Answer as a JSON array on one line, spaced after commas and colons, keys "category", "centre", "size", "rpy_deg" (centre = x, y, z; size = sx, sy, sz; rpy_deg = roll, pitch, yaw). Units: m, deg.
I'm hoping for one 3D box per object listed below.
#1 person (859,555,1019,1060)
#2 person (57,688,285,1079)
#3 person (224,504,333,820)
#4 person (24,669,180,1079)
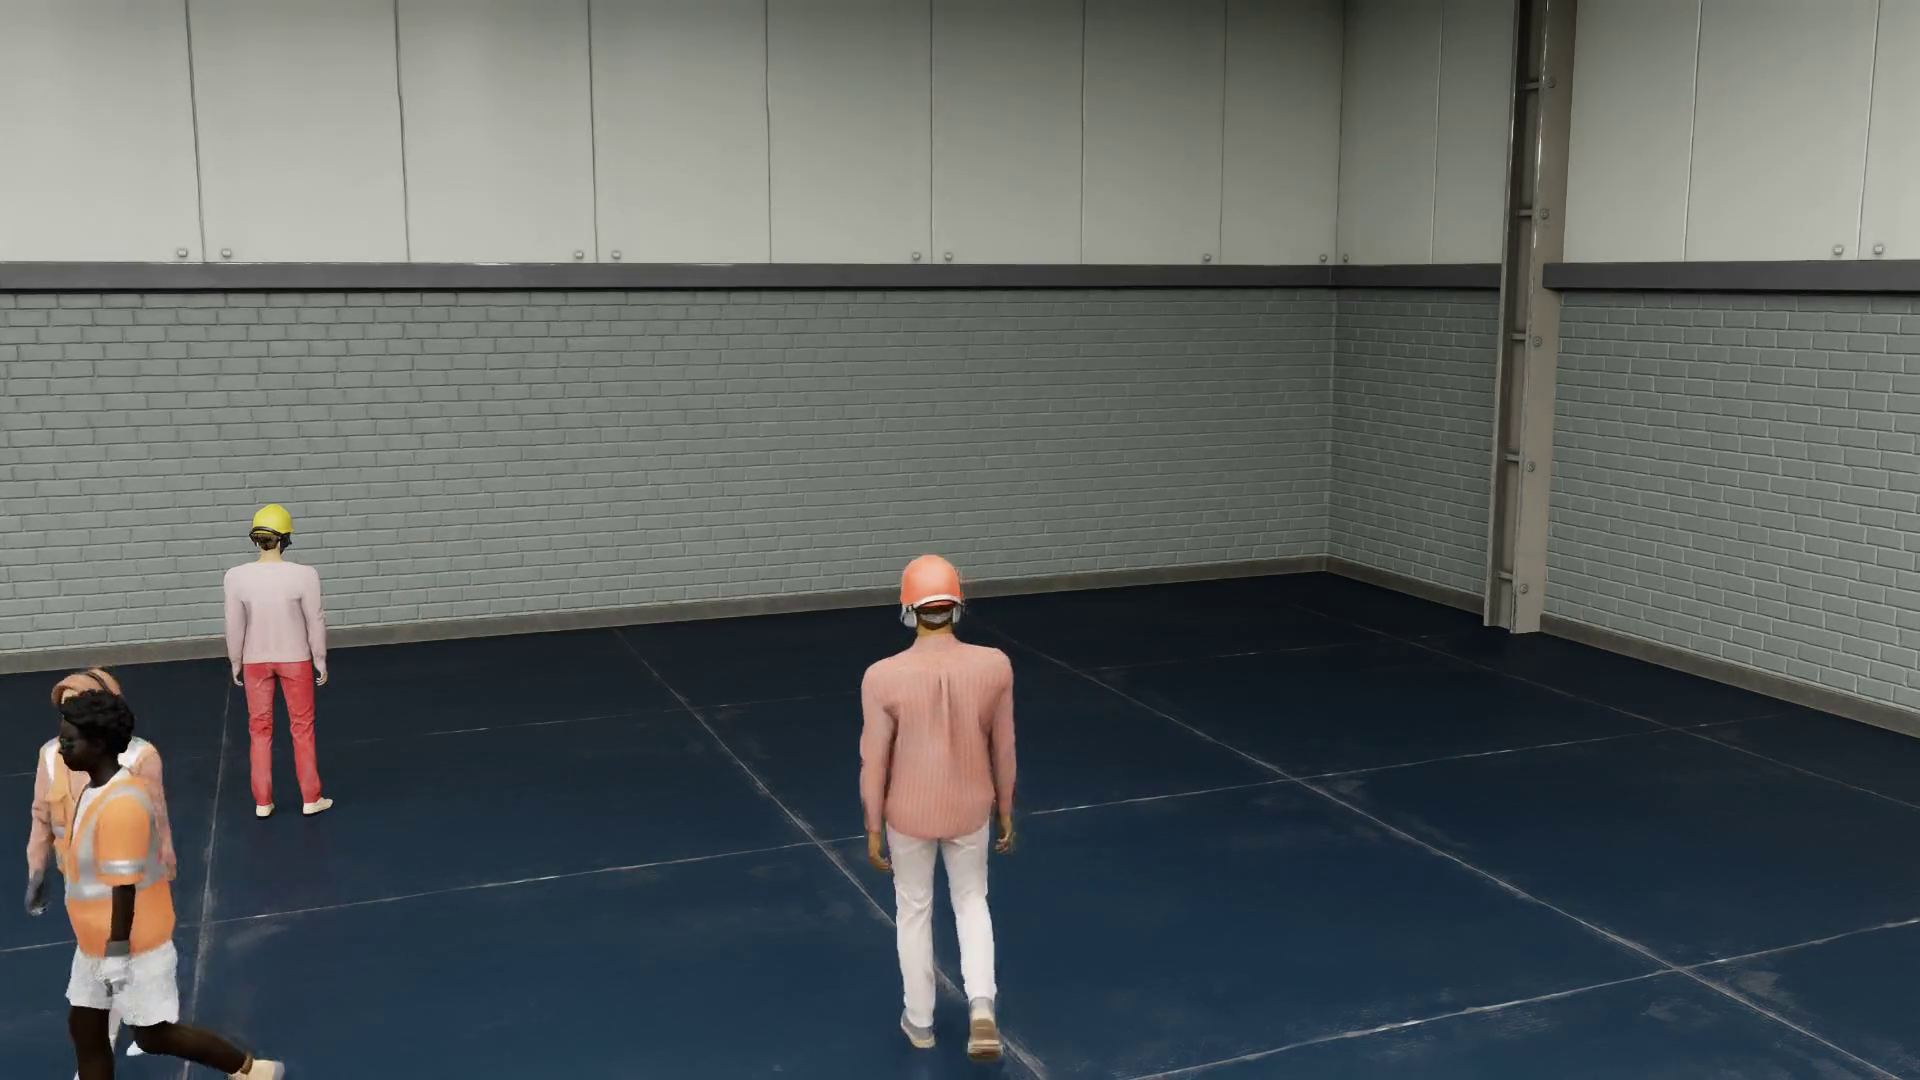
[{"category": "person", "centre": [-0.074, 1.042, 6.351], "size": [0.628, 1.981, 0.648], "rpy_deg": [-2, 9, -13]}, {"category": "person", "centre": [-2.764, 1.308, 5.645], "size": [0.743, 1.673, 0.530], "rpy_deg": [-8, 12, -40]}, {"category": "person", "centre": [-3.810, 0.680, 9.305], "size": [0.529, 1.767, 0.329], "rpy_deg": [-1, 9, -7]}, {"category": "person", "centre": [-3.185, 1.264, 6.196], "size": [0.521, 1.602, 0.843], "rpy_deg": [3, 9, 17]}]
